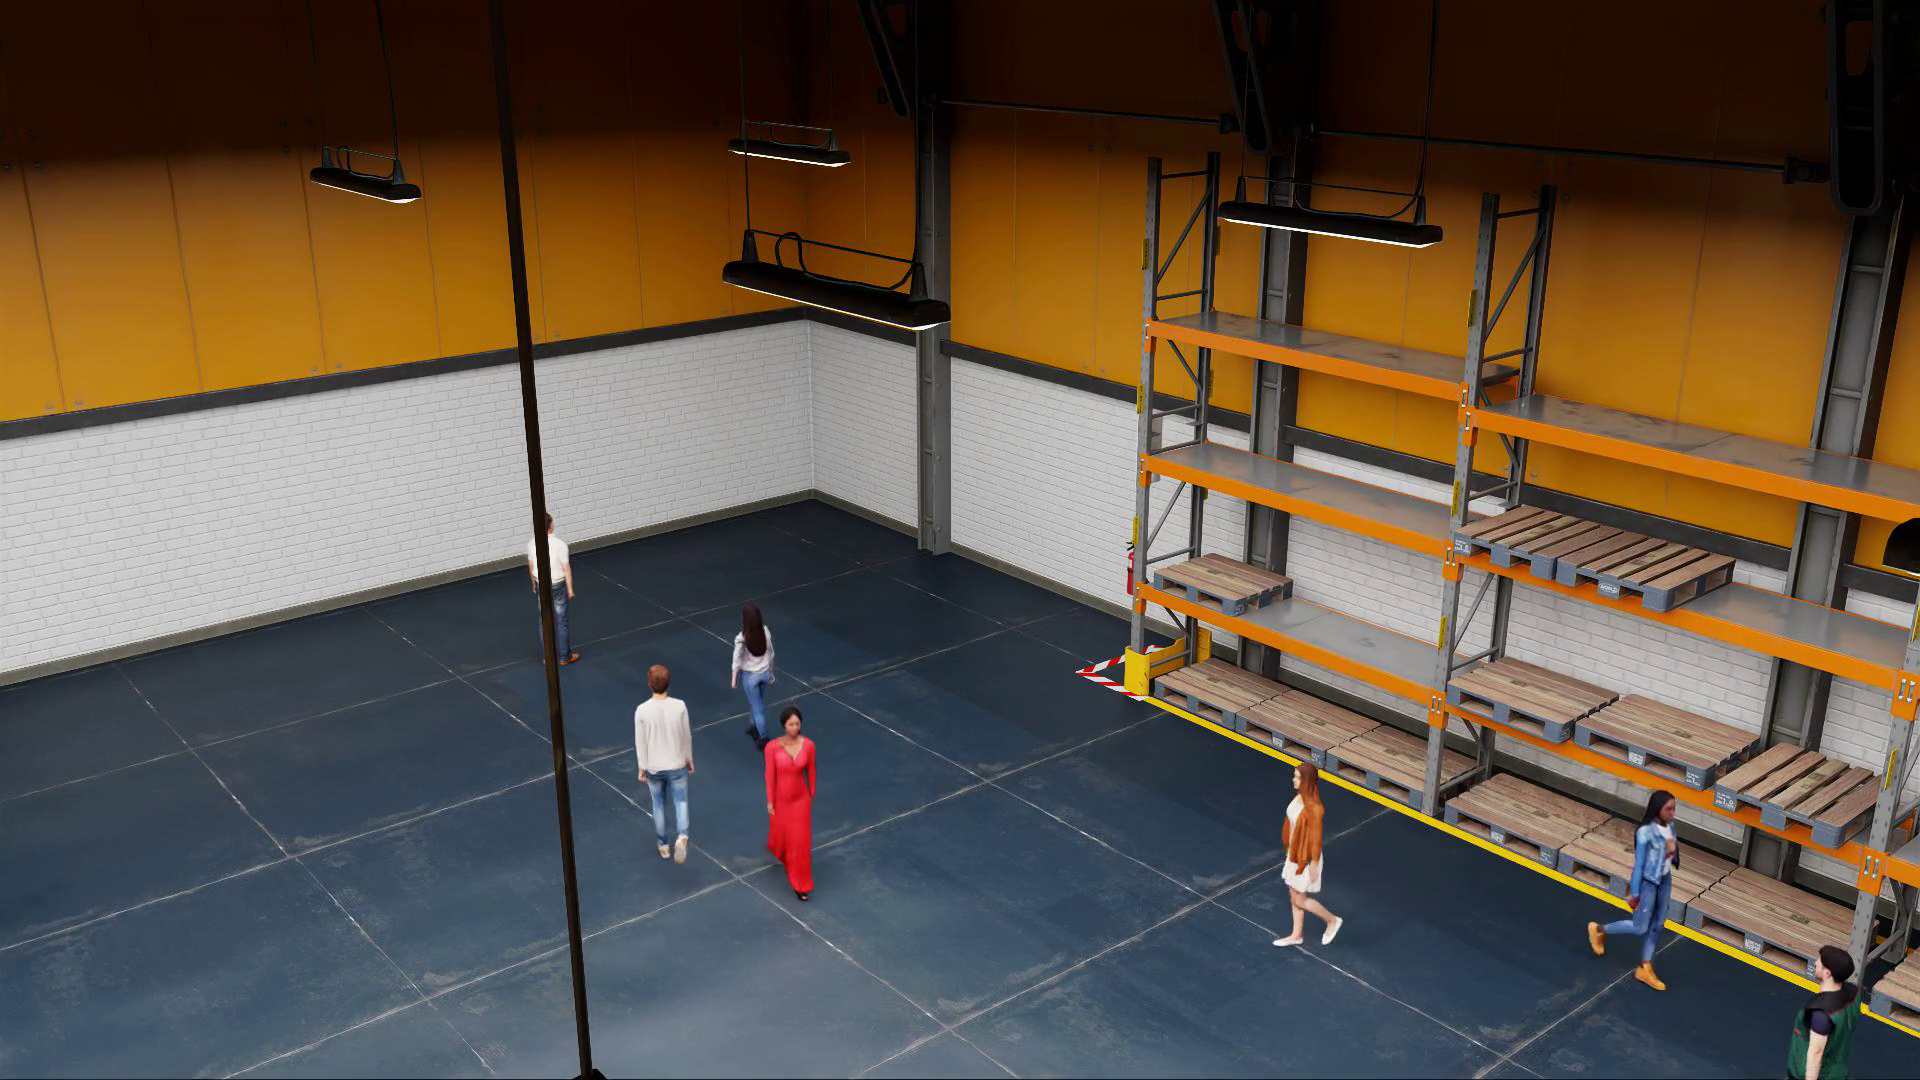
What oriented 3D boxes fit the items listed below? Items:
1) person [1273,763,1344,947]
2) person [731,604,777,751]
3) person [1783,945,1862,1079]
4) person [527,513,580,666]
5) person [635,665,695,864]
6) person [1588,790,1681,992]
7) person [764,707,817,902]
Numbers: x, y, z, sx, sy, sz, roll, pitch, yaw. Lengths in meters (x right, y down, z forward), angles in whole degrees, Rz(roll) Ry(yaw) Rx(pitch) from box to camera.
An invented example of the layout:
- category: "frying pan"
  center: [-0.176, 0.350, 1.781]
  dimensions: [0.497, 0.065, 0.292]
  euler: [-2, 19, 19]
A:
- category: "person"
  center: [2.937, 2.622, 13.801]
  dimensions: [0.874, 1.711, 0.853]
  euler: [-3, 19, -9]
- category: "person"
  center: [-2.079, 1.464, 17.388]
  dimensions: [0.780, 1.616, 0.663]
  euler: [17, 25, 41]
- category: "person"
  center: [5.656, 3.538, 10.814]
  dimensions: [0.695, 1.881, 0.805]
  euler: [-15, 24, -37]
- category: "person"
  center: [-4.842, 0.575, 19.651]
  dimensions: [0.727, 1.856, 0.814]
  euler: [4, 19, 11]
- category: "person"
  center: [-2.668, 2.082, 15.123]
  dimensions: [0.937, 1.890, 1.083]
  euler: [-4, 19, -12]
- category: "person"
  center: [5.477, 2.766, 13.400]
  dimensions: [0.624, 1.694, 0.921]
  euler: [-14, 23, -35]
- category: "person"
  center: [-1.512, 2.289, 14.708]
  dimensions: [0.883, 1.763, 1.070]
  euler: [-5, 19, -14]
